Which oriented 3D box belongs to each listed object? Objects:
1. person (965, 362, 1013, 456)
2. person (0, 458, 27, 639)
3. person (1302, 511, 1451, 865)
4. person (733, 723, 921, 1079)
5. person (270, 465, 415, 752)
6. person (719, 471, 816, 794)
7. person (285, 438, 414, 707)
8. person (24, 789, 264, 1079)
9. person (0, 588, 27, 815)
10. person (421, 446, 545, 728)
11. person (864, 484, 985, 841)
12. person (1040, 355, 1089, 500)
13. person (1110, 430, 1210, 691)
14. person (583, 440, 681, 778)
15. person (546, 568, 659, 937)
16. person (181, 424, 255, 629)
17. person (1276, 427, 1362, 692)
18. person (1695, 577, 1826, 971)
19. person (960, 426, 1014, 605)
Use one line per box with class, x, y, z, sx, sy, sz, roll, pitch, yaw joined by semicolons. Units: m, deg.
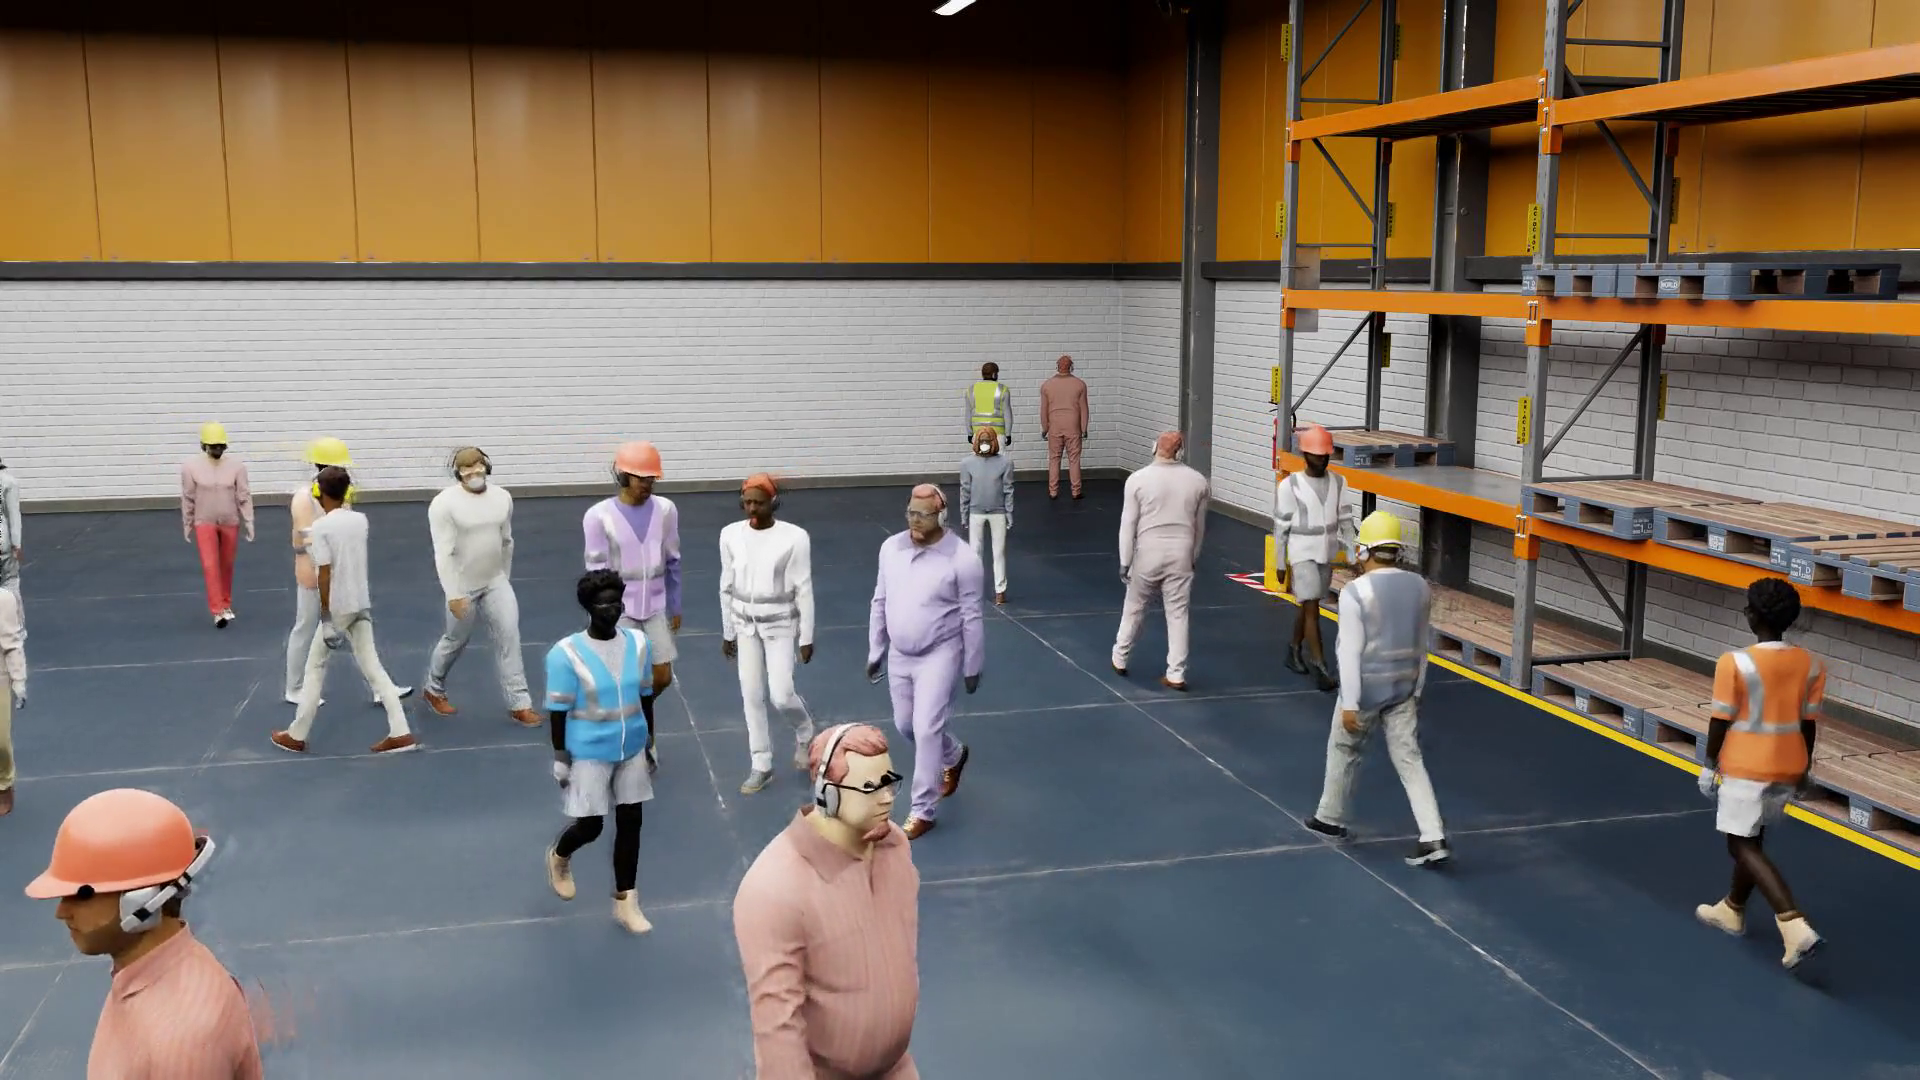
person;0.387;-1.392;21.635;0.632;1.840;0.429;3;10;20
person;-7.727;0.019;13.226;0.508;1.715;0.760;-5;10;-26
person;2.168;0.747;8.473;0.592;1.788;0.939;-4;10;-26
person;-0.302;1.380;4.315;1.043;1.852;0.641;8;12;39
person;-3.842;0.444;10.330;0.943;1.808;0.523;4;10;23
person;-1.093;0.517;9.659;0.579;1.871;0.508;4;10;21
person;-4.258;0.240;11.333;0.963;1.867;0.582;3;10;18
person;-1.527;1.453;3.456;0.794;1.976;0.613;-7;11;-37
person;-5.253;0.773;8.867;0.509;1.604;0.802;-4;10;-24
person;-3.247;0.294;11.006;0.981;1.888;0.635;8;12;39
person;-0.148;0.613;8.995;0.636;1.882;0.817;6;11;35
person;1.388;-1.482;21.982;0.639;1.910;0.406;2;9;12
person;1.455;0.128;12.142;0.671;1.855;0.887;-1;9;-9
person;-1.932;0.406;9.847;0.628;2.017;0.547;-6;11;-34
person;-1.644;0.939;7.566;0.538;1.681;0.571;-8;12;-42
person;-6.260;-0.119;14.083;0.530;1.715;0.914;-7;11;-36
person;2.589;0.119;12.069;0.547;1.884;0.996;-3;10;-20
person;3.523;1.000;7.221;0.532;1.672;0.758;-3;10;-17
person;0.244;-0.223;15.012;0.493;1.624;0.280;1;9;5
